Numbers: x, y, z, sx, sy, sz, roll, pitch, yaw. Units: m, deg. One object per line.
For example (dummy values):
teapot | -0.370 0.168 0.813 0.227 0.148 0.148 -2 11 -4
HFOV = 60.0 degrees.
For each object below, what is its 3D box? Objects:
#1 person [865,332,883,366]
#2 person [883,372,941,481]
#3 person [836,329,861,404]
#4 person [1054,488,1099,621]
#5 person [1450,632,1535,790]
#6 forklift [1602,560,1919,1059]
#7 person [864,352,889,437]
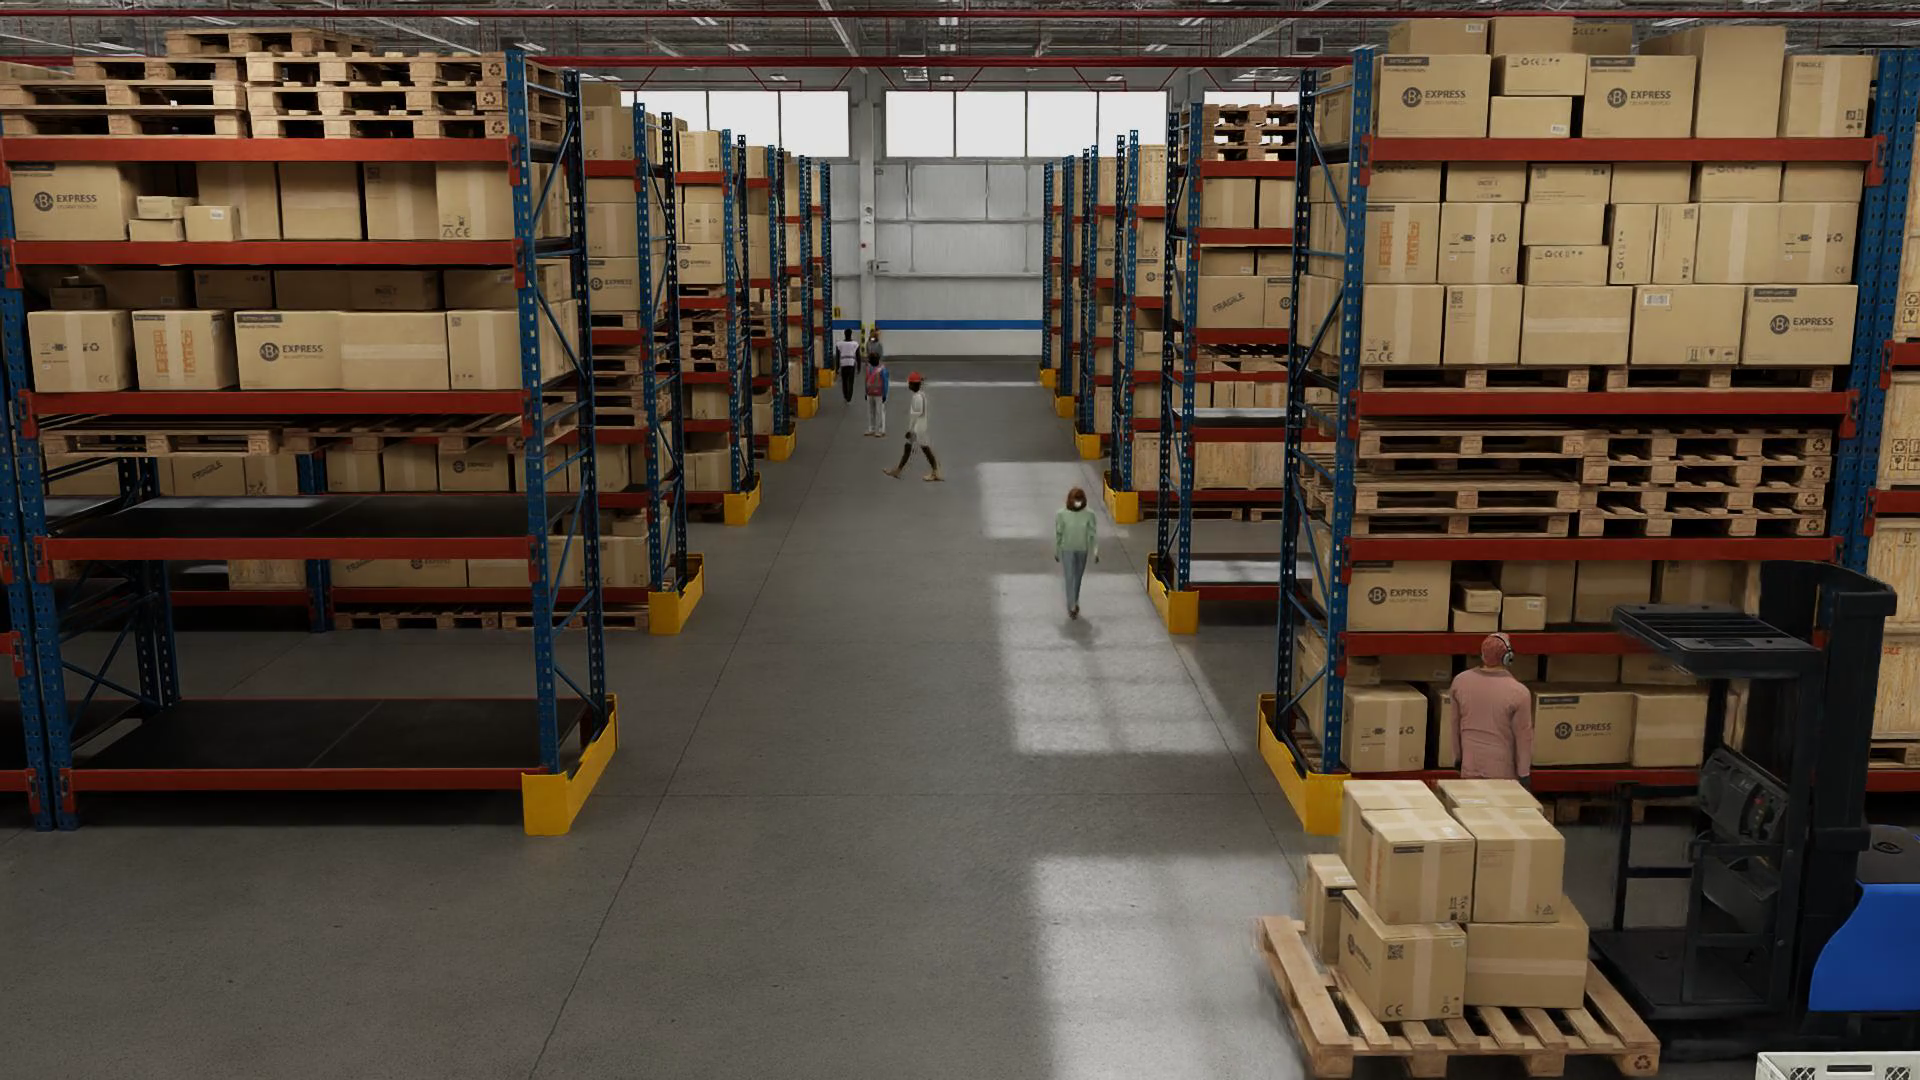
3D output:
person | -2.290 -4.830 44.847 0.541 1.594 0.804 4 12 18
person | -0.838 -2.033 29.994 1.078 1.980 0.620 -1 11 -4
person | -2.809 -4.375 41.900 0.615 1.864 1.020 0 11 -1
person | 1.408 0.151 20.172 0.511 1.587 0.867 -1 12 -7
person | 3.891 1.607 12.149 0.408 1.913 0.641 -10 15 -42
forklift | 5.059 1.561 9.965 1.873 2.768 1.129 0 11 -1
person | -1.825 -3.134 35.824 0.631 1.840 0.428 10 15 42
